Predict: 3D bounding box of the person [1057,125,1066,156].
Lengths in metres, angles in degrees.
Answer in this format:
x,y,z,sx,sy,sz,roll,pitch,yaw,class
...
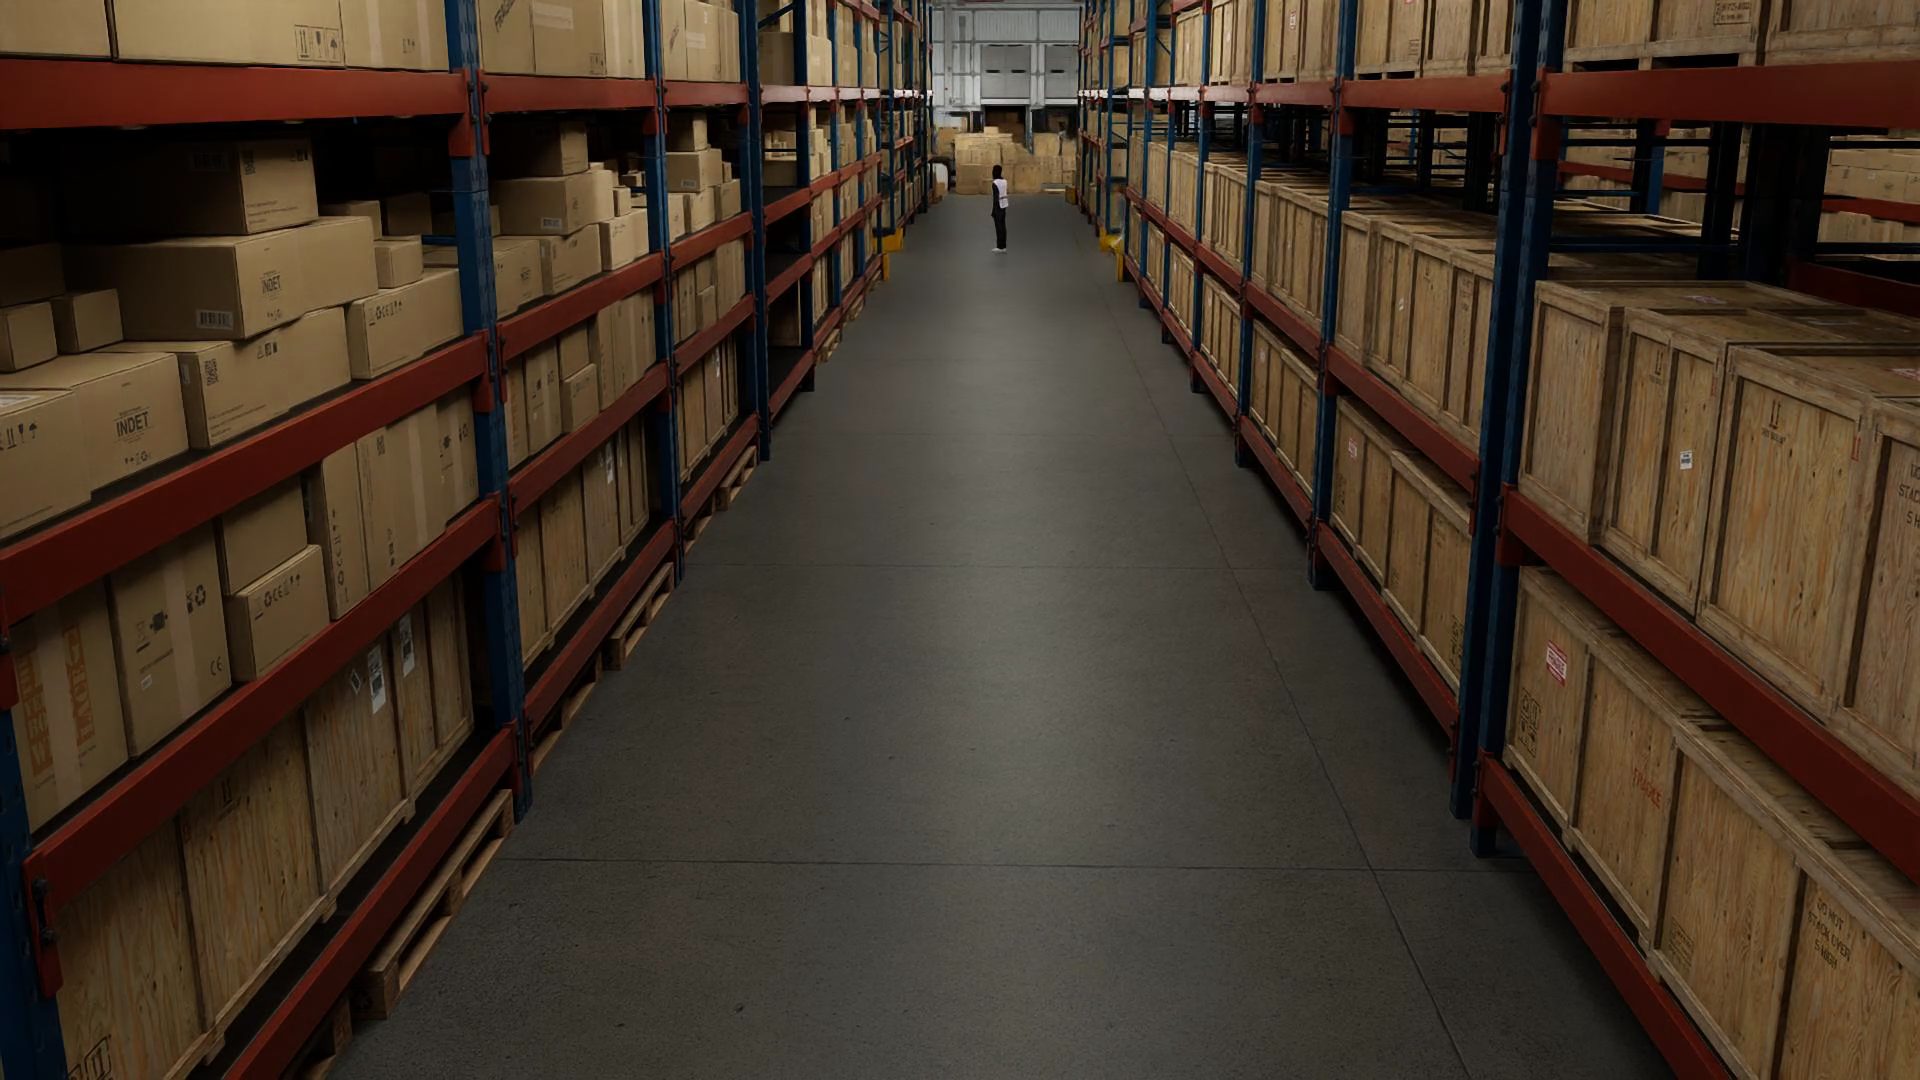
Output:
x,y,z,sx,sy,sz,roll,pitch,yaw,class
5.022,-19.861,83.507,0.457,1.918,0.651,-8,17,-27,person

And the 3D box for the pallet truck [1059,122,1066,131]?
x,y,z,sx,sy,sz,roll,pitch,yaw,class
5.788,-21.111,88.014,1.885,1.965,0.823,5,16,18,pallet truck

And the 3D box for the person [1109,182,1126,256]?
x,y,z,sx,sy,sz,roll,pitch,yaw,class
3.482,-6.854,35.665,0.456,1.619,0.514,0,15,-1,person

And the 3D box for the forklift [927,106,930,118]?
x,y,z,sx,sy,sz,roll,pitch,yaw,class
-1.950,-21.151,86.488,1.129,2.768,1.873,0,15,2,forklift

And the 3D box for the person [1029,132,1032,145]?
x,y,z,sx,sy,sz,roll,pitch,yaw,class
4.031,-22.006,92.037,0.541,1.620,0.560,11,19,36,person

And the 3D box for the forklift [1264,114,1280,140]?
x,y,z,sx,sy,sz,roll,pitch,yaw,class
11.022,-13.949,59.692,1.129,2.768,1.873,0,15,2,forklift

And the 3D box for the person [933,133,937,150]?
x,y,z,sx,sy,sz,roll,pitch,yaw,class
-1.468,-18.871,79.868,0.683,1.898,0.461,-9,18,-31,person

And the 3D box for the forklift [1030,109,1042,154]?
x,y,z,sx,sy,sz,roll,pitch,yaw,class
3.239,-16.823,70.386,1.873,2.768,1.129,4,15,13,forklift

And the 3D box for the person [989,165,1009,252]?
x,y,z,sx,sy,sz,roll,pitch,yaw,class
0.878,-7.410,37.185,0.398,1.920,0.590,6,16,23,person

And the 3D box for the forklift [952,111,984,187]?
x,y,z,sx,sy,sz,roll,pitch,yaw,class
0.649,-14.654,62.314,1.873,2.768,1.129,0,15,1,forklift
